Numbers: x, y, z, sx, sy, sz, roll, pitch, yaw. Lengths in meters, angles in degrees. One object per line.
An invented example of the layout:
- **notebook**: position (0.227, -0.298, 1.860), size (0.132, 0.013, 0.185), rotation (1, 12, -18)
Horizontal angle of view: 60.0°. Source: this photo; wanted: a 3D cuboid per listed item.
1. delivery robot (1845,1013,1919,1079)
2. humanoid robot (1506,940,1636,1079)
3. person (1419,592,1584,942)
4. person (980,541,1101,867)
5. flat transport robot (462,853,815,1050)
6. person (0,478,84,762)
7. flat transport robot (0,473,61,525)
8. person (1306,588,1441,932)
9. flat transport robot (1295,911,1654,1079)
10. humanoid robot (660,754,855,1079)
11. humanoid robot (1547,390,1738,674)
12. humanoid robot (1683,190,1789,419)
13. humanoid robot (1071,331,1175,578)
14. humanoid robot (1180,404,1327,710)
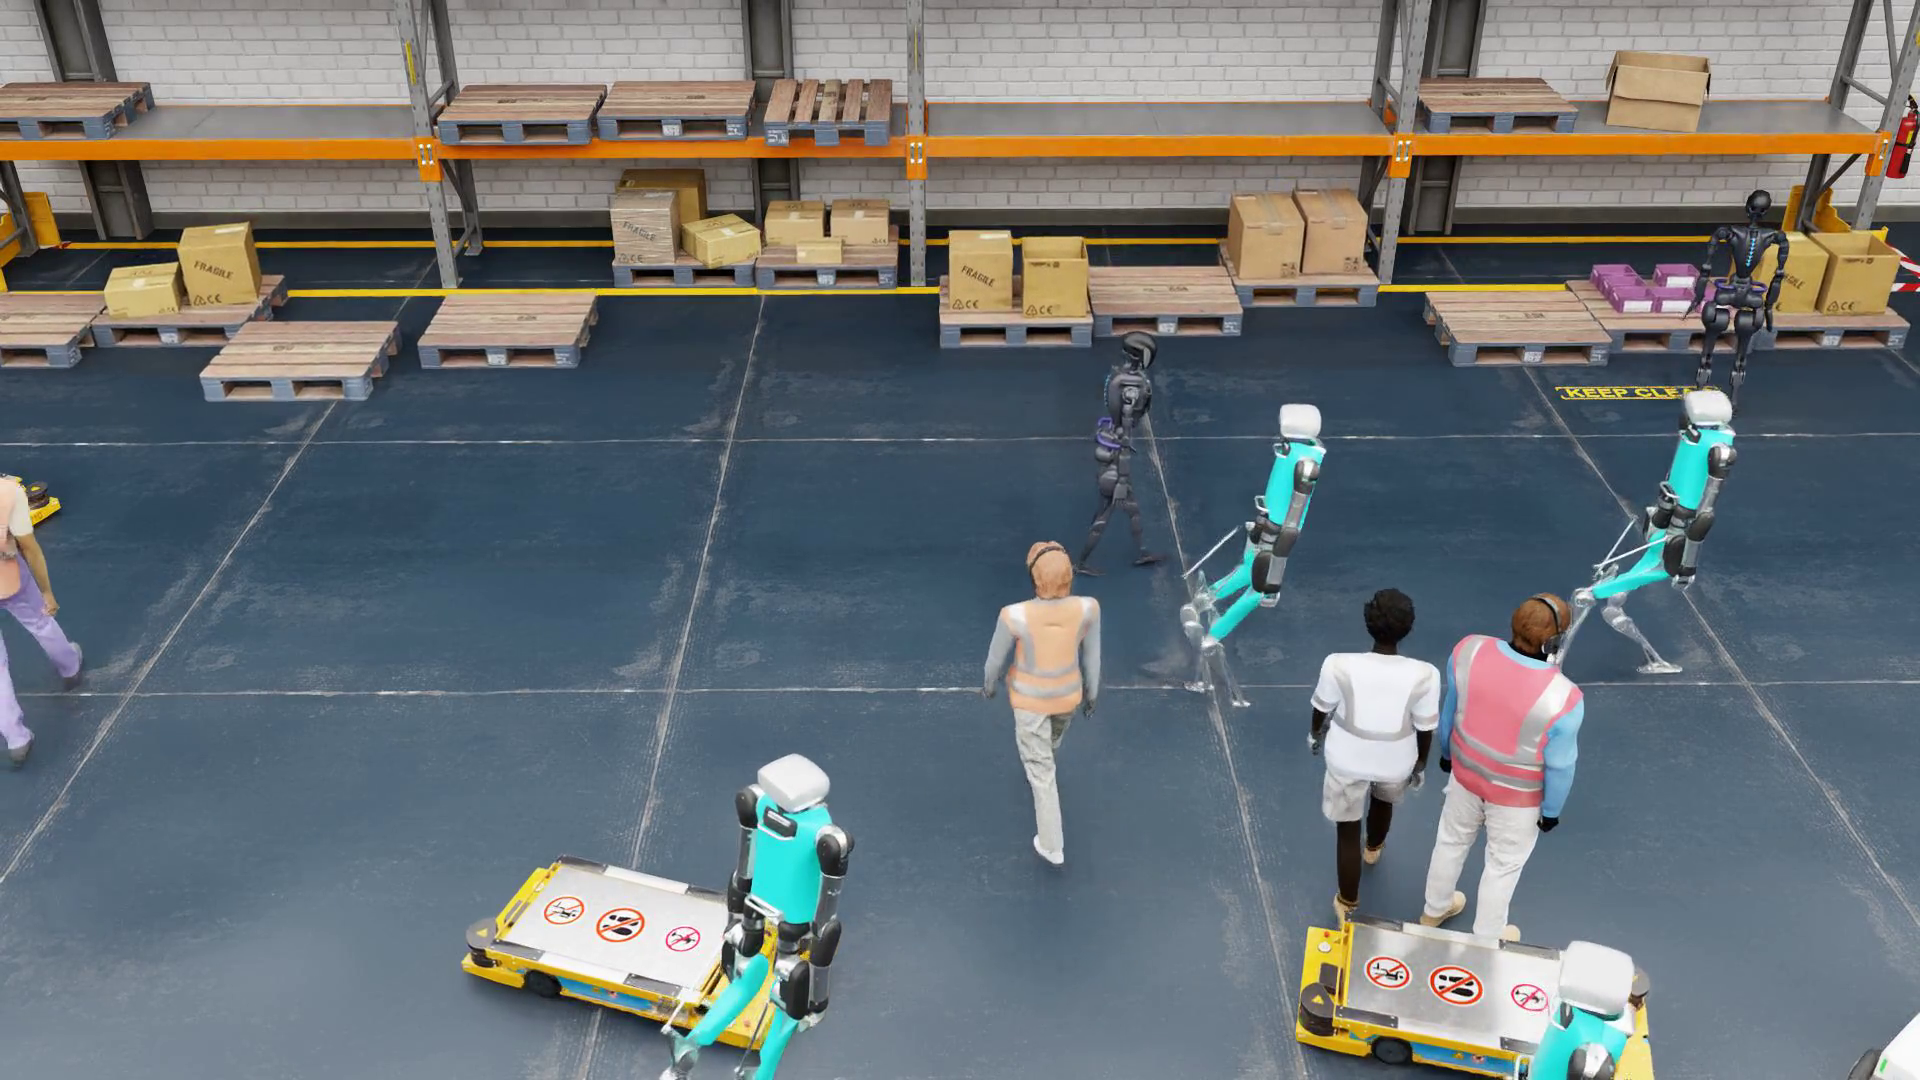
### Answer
- **delivery robot**: position (3.951, 2.099, 6.648), size (0.803, 0.603, 0.499), rotation (-23, 38, -33)
- **humanoid robot**: position (1.732, 2.039, 5.637), size (0.756, 1.825, 0.538), rotation (10, 33, 17)
- **person**: position (2.346, 1.022, 7.198), size (0.431, 1.837, 0.629), rotation (-24, 38, -34)
- **person**: position (0.387, 0.717, 7.923), size (0.525, 1.589, 0.863), rotation (-9, 32, -15)
- **flat transport robot**: position (-1.422, 1.807, 7.403), size (1.431, 0.231, 0.659), rotation (10, 32, 16)
- **person**: position (-4.998, 0.199, 8.607), size (0.565, 1.782, 0.998), rotation (-11, 33, -18)
- **flat transport robot**: position (-6.674, -0.233, 10.798), size (1.431, 0.231, 0.659), rotation (10, 32, 16)
- **person**: position (1.833, 0.919, 7.514), size (0.548, 1.660, 0.783), rotation (4, 31, 6)
- **flat transport robot**: position (2.187, 1.989, 7.099), size (1.431, 0.231, 0.659), rotation (8, 32, 13)
- **humanoid robot**: position (-0.814, 1.720, 6.191), size (0.536, 1.765, 0.923), rotation (23, 38, 33)
- **humanoid robot**: position (3.574, 0.020, 8.981), size (0.985, 1.774, 0.530), rotation (1, 31, 1)
- **humanoid robot**: position (5.496, -1.677, 11.821), size (0.599, 1.657, 0.315), rotation (8, 32, 13)
- **humanoid robot**: position (0.993, -0.494, 9.897), size (0.723, 1.624, 0.615), rotation (2, 31, 4)
- **humanoid robot**: position (1.440, 0.123, 8.797), size (0.840, 1.782, 0.549), rotation (1, 31, 1)
